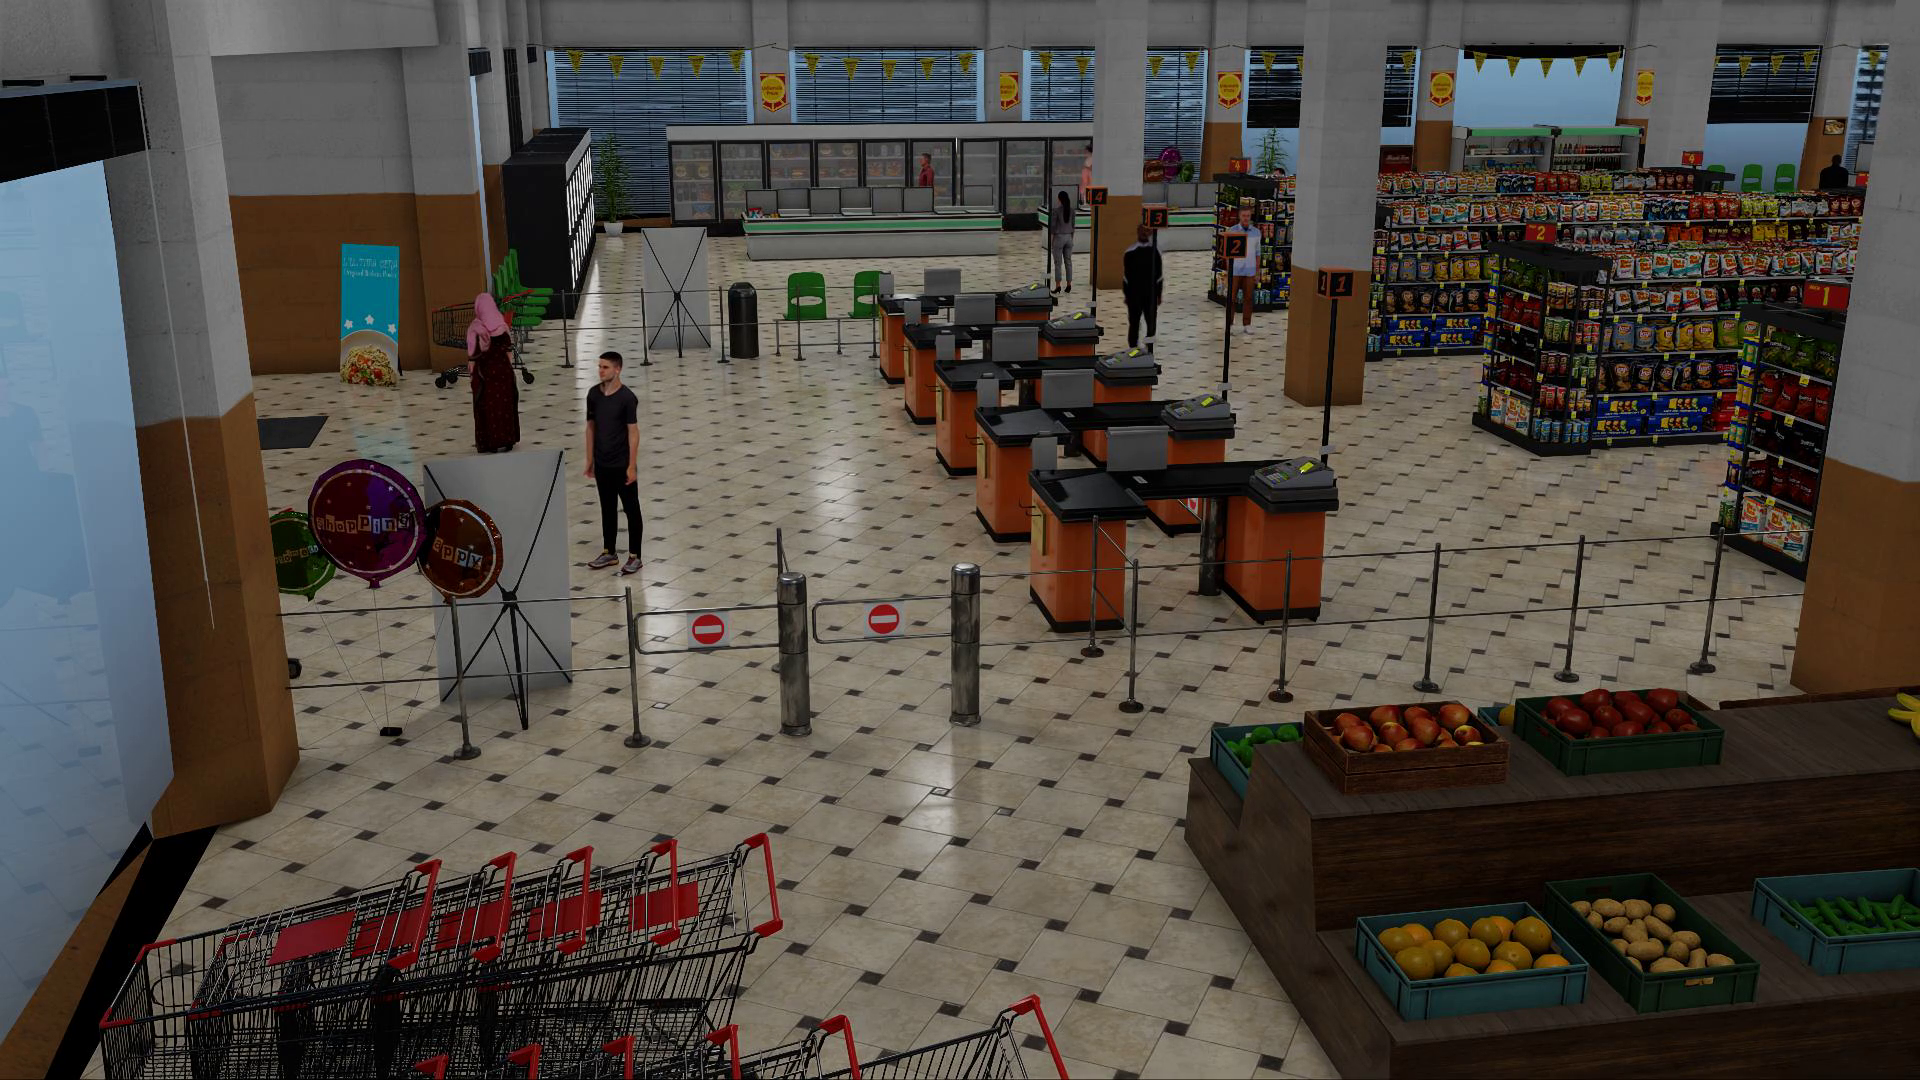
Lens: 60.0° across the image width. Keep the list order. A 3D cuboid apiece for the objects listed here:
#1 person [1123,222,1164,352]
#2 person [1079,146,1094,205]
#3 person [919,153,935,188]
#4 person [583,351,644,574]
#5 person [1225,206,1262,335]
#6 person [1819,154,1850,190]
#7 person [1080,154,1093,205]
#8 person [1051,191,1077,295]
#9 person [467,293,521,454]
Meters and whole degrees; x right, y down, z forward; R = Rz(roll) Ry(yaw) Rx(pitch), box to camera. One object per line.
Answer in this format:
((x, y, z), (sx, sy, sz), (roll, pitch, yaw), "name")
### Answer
((2.395, -3.259, 21.716), (0.897, 1.849, 0.898), (3, 17, 10), "person")
((2.861, -7.493, 35.682), (1.163, 1.836, 0.704), (-2, 17, -8), "person")
((-0.671, -6.974, 33.983), (0.546, 1.830, 0.700), (-2, 17, -6), "person")
((-2.728, -0.622, 13.181), (0.687, 1.764, 0.784), (8, 19, 25), "person")
((4.018, -3.853, 23.720), (0.500, 1.822, 0.739), (-2, 17, -7), "person")
((17.727, -6.924, 33.839), (0.782, 1.818, 0.830), (13, 21, 36), "person")
((2.626, -7.311, 35.322), (1.062, 1.697, 0.837), (5, 17, 15), "person")
((1.695, -4.914, 27.462), (0.628, 1.679, 0.749), (-9, 19, -27), "person")
((-4.783, -1.714, 16.990), (0.683, 1.639, 0.810), (-11, 20, -33), "person")
